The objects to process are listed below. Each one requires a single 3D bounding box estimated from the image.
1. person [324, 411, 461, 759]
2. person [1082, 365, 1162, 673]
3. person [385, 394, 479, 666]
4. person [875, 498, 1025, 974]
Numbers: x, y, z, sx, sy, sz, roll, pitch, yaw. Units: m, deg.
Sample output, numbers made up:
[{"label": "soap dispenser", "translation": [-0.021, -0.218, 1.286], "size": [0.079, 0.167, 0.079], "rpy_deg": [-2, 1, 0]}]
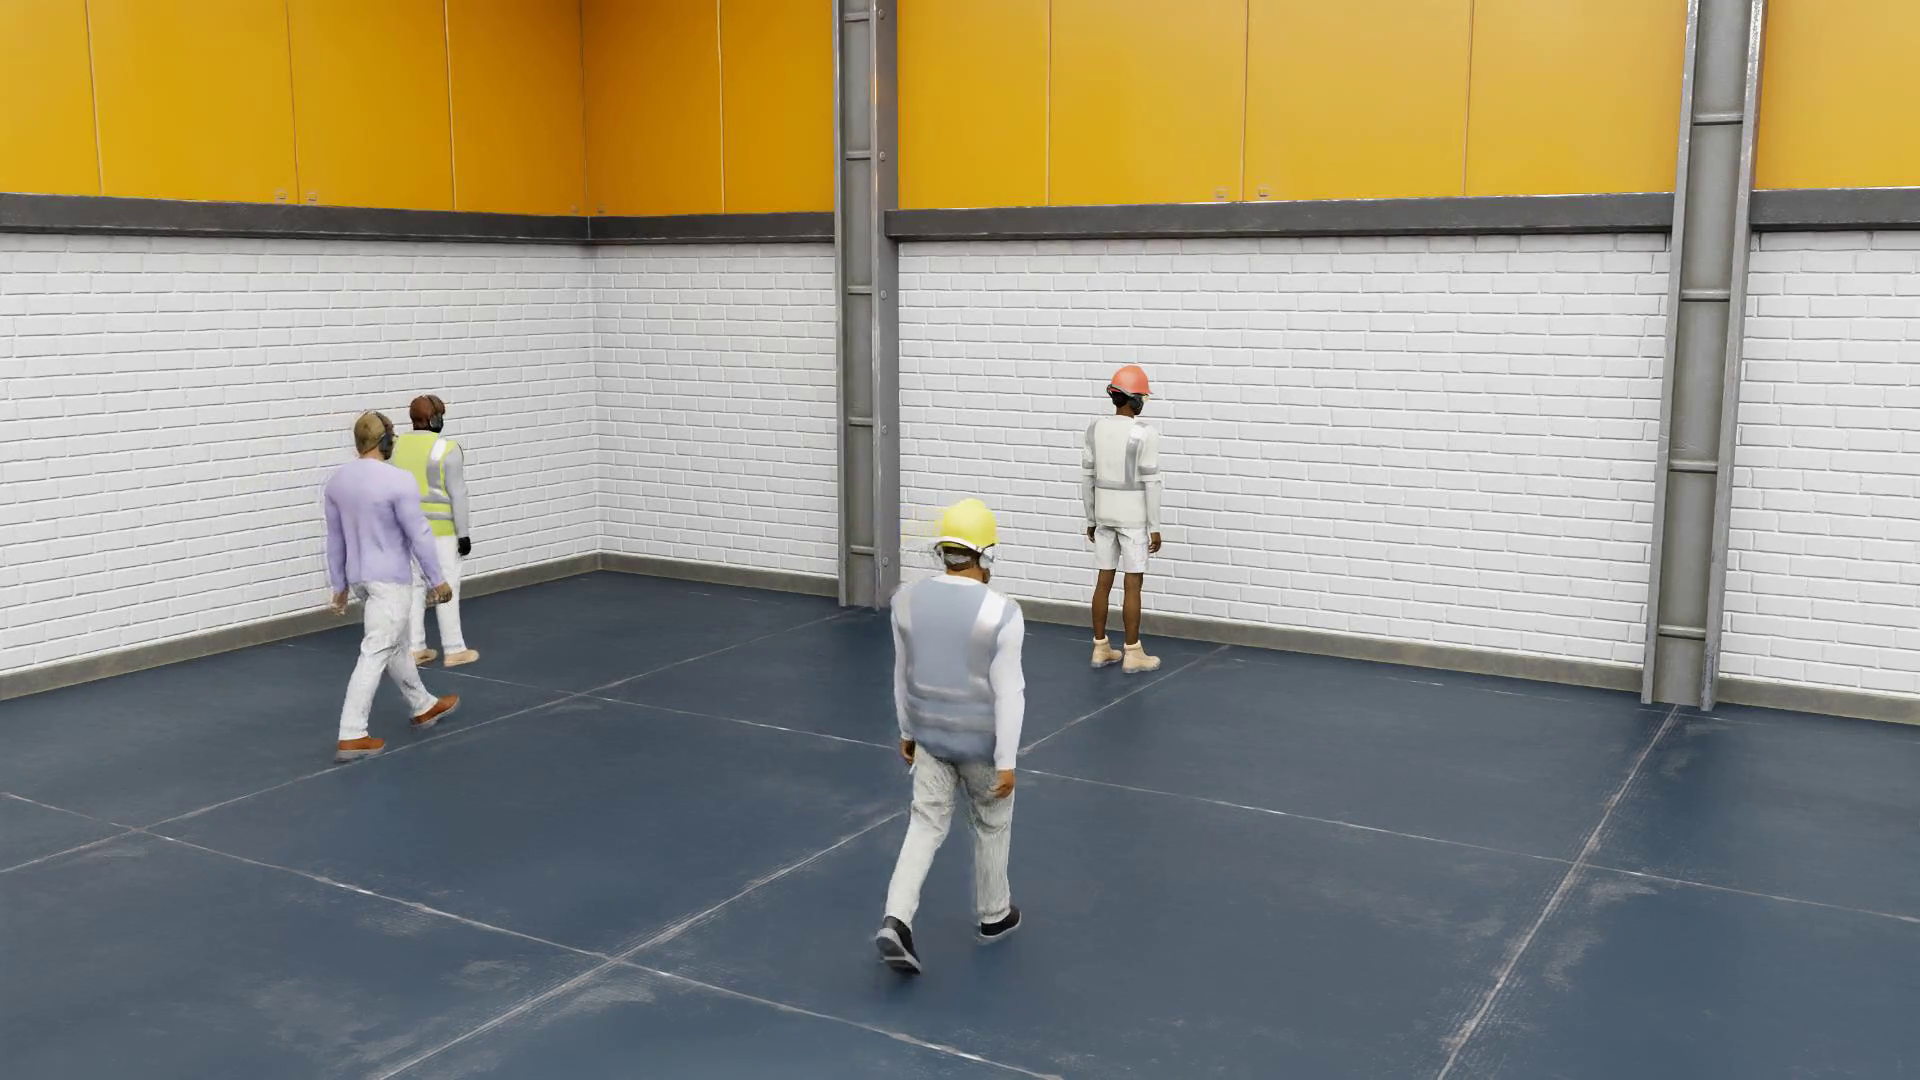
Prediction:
[{"label": "person", "translation": [-3.193, 0.226, 9.314], "size": [0.644, 1.892, 0.986], "rpy_deg": [6, 11, 33]}, {"label": "person", "translation": [1.103, -0.143, 11.106], "size": [0.612, 2.041, 0.394], "rpy_deg": [9, 12, 43]}, {"label": "person", "translation": [-3.561, -0.063, 11.239], "size": [0.632, 1.841, 0.429], "rpy_deg": [4, 10, 21]}, {"label": "person", "translation": [-0.027, 0.742, 6.337], "size": [0.596, 1.806, 0.837], "rpy_deg": [5, 10, 29]}]
